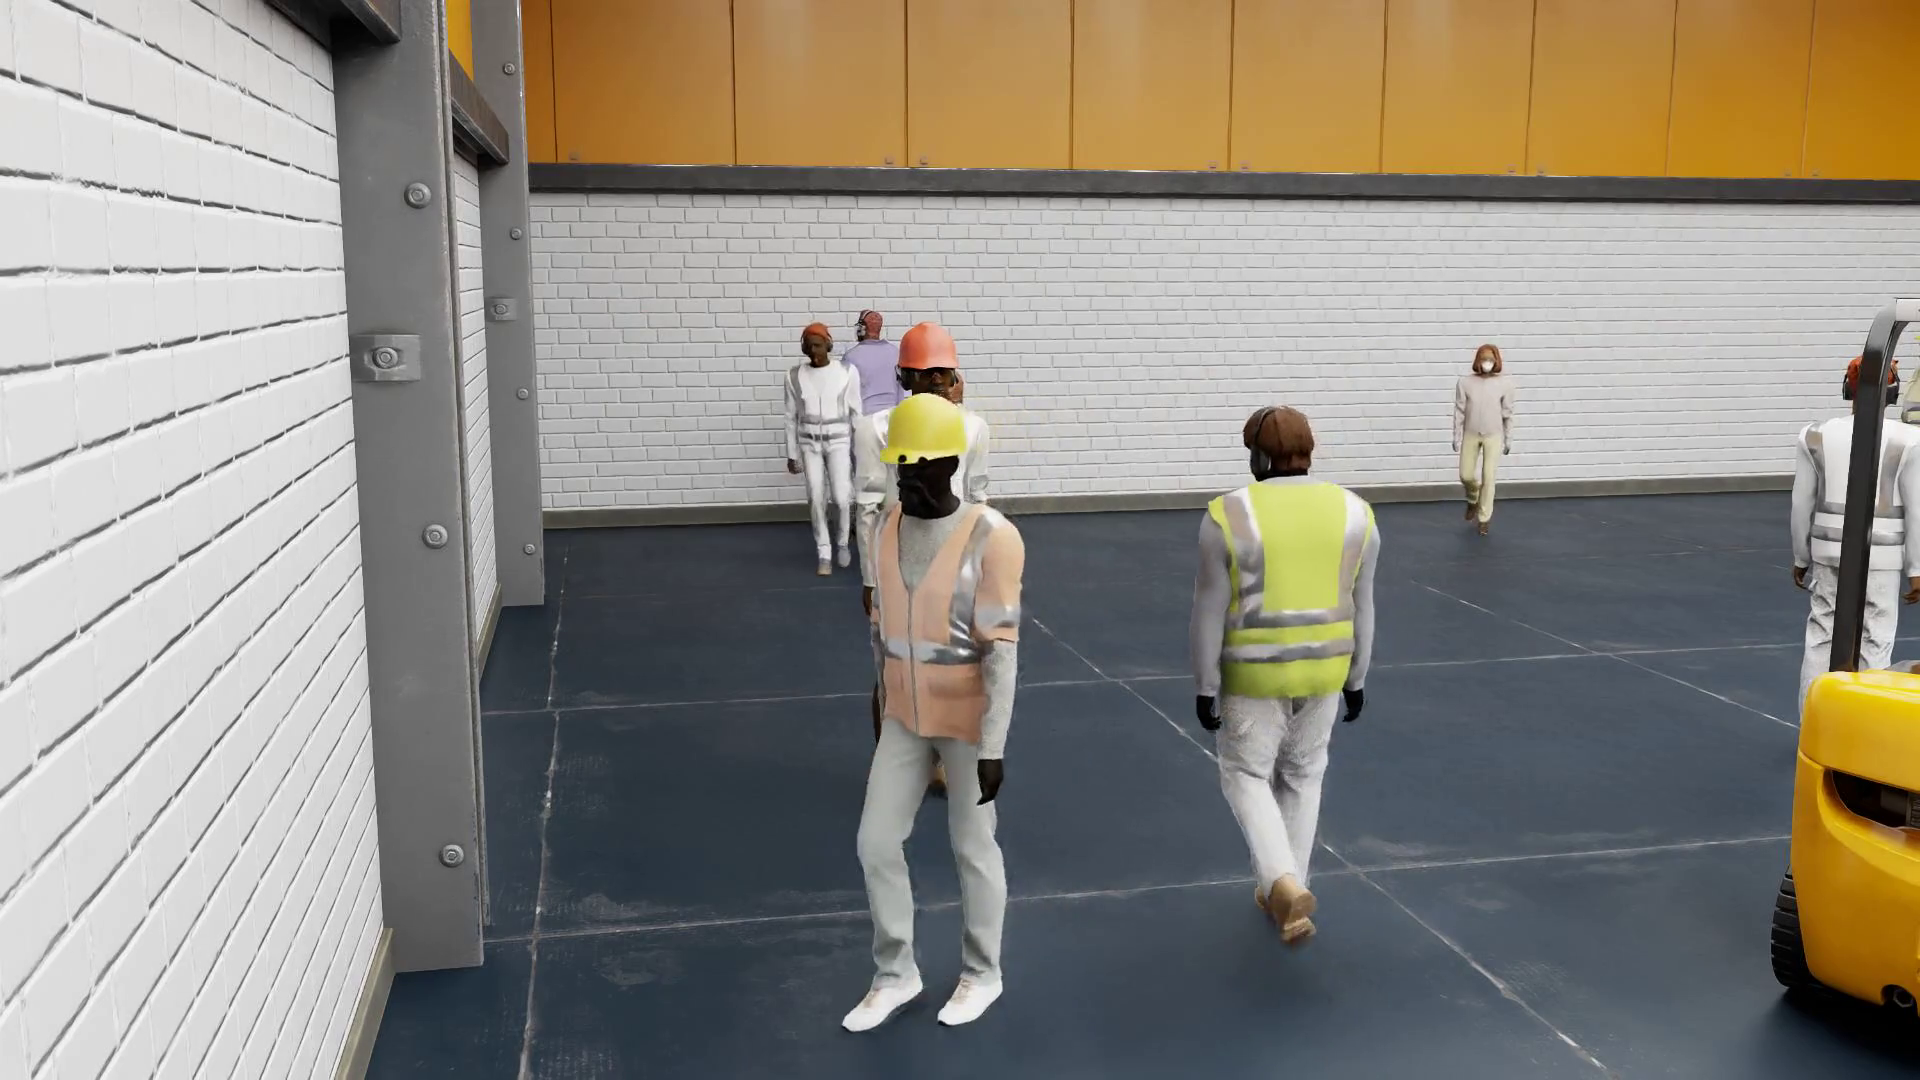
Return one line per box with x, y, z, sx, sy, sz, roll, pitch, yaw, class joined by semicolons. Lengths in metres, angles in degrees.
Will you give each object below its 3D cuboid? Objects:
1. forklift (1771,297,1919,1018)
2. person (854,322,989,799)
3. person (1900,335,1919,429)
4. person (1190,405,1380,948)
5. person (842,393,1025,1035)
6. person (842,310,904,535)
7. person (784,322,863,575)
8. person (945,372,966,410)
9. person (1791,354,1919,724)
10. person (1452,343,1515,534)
3.542;0.334;5.177;2.313;2.155;1.214;-9;13;-43;forklift
-0.138;0.115;6.965;0.605;2.045;0.388;-4;10;-25;person
8.187;-0.946;14.073;0.404;1.833;0.590;1;9;5;person
1.084;0.468;5.508;0.646;1.822;0.629;-2;9;-10;person
-0.101;0.530;4.857;0.603;1.905;0.654;7;11;35;person
-0.763;-0.991;14.112;0.644;1.913;0.408;-8;12;-40;person
-1.006;-0.664;12.244;0.599;1.866;0.408;1;9;4;person
-0.073;-0.269;10.539;0.309;1.639;0.523;4;10;24;person
4.078;0.098;7.558;0.354;1.883;0.573;-9;13;-42;person
4.495;-0.877;14.275;0.507;1.624;0.431;4;10;24;person
